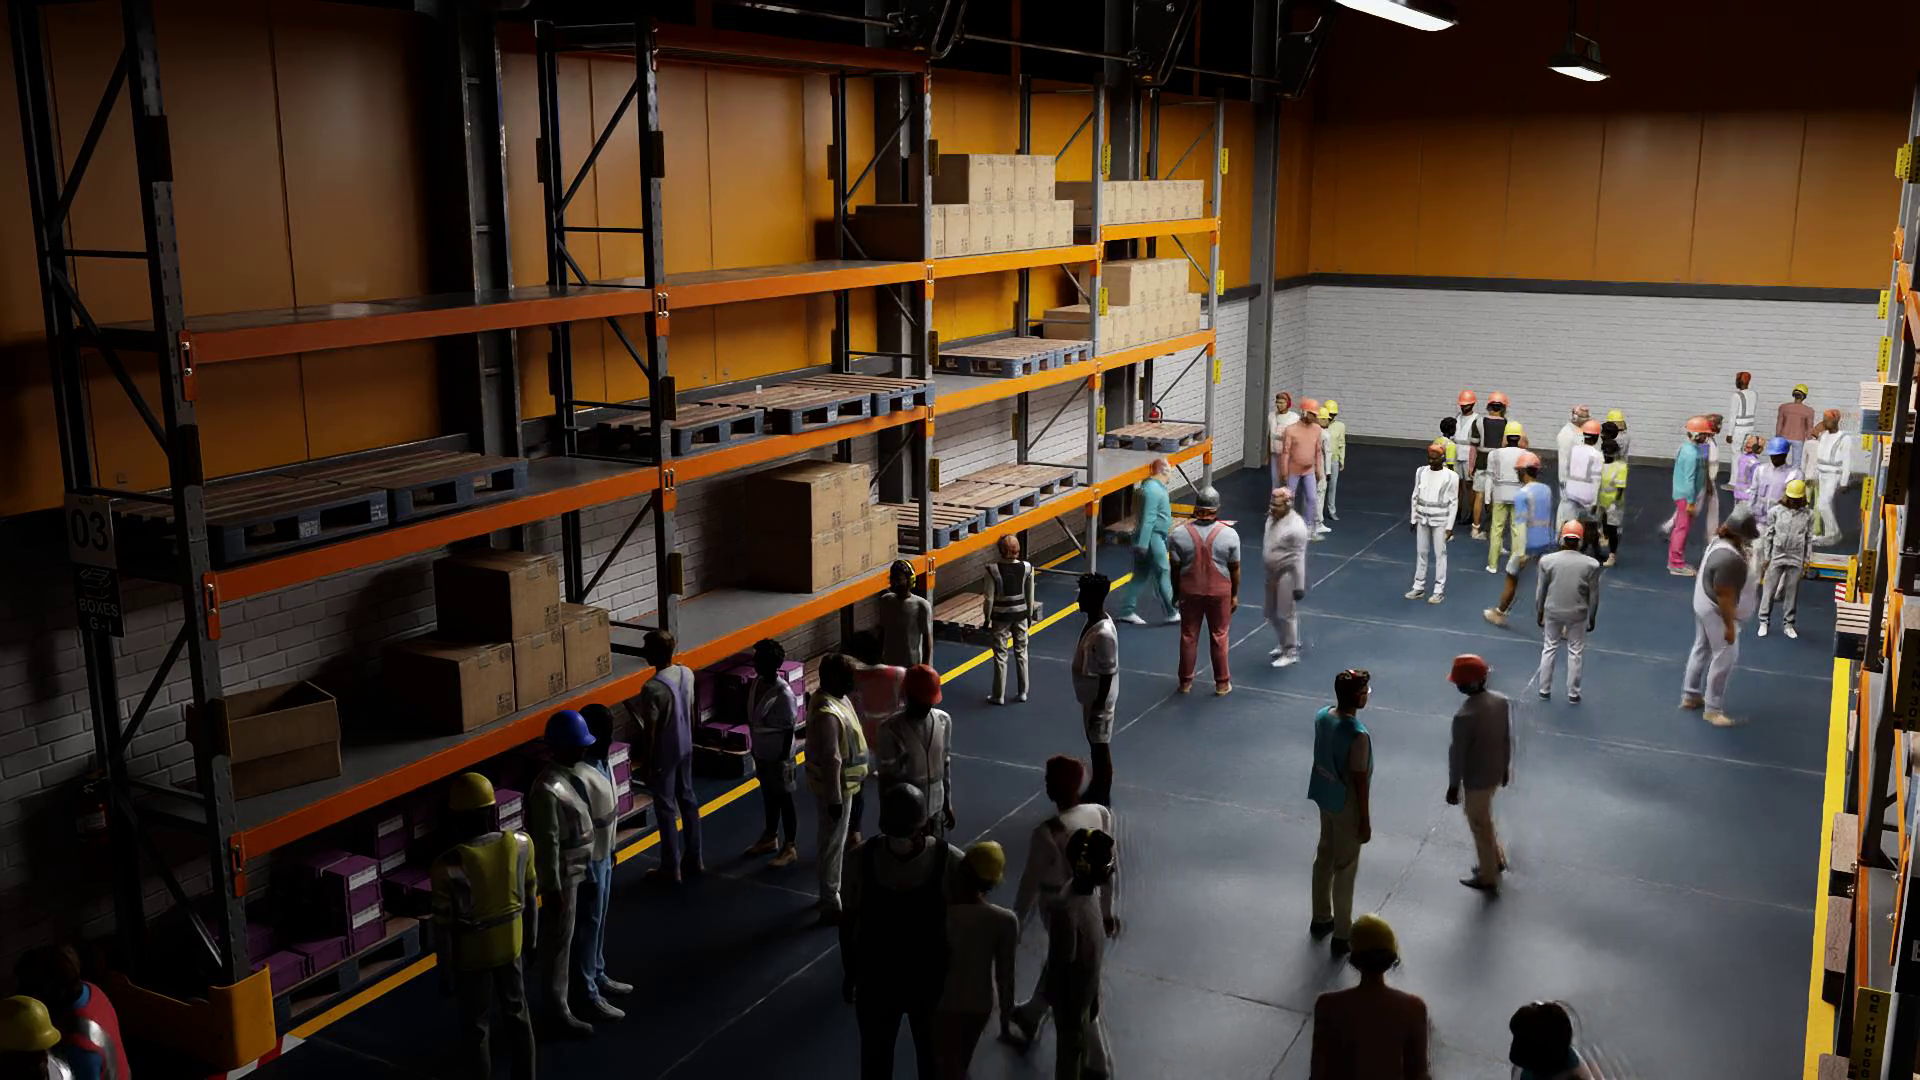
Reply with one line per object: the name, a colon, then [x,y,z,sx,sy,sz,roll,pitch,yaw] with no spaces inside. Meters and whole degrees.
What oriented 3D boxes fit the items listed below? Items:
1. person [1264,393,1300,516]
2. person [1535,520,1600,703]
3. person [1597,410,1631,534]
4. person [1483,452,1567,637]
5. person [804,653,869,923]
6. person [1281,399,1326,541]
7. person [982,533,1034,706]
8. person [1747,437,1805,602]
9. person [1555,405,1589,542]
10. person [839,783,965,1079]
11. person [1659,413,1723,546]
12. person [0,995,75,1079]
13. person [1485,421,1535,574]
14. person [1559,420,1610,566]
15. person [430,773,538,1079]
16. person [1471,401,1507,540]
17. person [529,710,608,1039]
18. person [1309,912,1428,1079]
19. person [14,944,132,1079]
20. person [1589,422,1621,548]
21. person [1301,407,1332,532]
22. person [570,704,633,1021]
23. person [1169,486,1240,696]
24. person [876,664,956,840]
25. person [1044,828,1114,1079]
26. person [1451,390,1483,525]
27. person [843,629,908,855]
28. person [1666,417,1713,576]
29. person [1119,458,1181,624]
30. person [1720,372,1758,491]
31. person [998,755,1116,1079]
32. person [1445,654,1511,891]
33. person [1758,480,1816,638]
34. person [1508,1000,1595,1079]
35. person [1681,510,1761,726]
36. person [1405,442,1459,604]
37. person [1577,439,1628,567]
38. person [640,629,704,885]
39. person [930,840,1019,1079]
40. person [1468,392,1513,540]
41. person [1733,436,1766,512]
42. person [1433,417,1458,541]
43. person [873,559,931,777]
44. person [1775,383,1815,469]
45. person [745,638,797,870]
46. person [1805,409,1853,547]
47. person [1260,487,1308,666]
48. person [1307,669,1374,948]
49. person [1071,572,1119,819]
person: [4.684,-1.229,24.079,0.387,1.838,0.562,-9,16,-36]
person: [5.751,0.672,15.772,0.569,1.743,0.349,7,14,27]
person: [9.011,-0.933,22.981,0.484,1.738,0.319,-7,14,-29]
person: [6.206,0.054,18.015,0.649,1.983,1.076,-8,15,-33]
person: [-0.823,1.648,11.184,0.429,1.840,0.637,0,13,-2]
person: [4.611,-0.934,22.481,0.624,1.961,0.580,-5,13,-21]
person: [0.459,0.748,15.668,0.523,1.640,0.306,-5,14,-21]
person: [9.496,-0.247,19.432,0.408,1.942,0.616,-10,16,-38]
person: [8.277,-0.881,22.393,0.653,1.896,0.402,-12,17,-42]
person: [-0.277,2.179,8.351,0.688,2.000,0.536,1,13,5]
person: [9.875,-0.803,22.203,0.839,1.818,0.562,9,15,34]
person: [-3.708,2.670,6.656,0.403,1.825,0.596,5,13,20]
person: [6.834,-0.518,20.710,0.586,1.920,0.397,3,13,14]
person: [7.916,-0.574,20.999,0.951,1.891,0.565,-9,15,-35]
person: [-2.503,2.149,8.767,0.588,1.918,0.390,-12,17,-43]
person: [7.343,-1.010,22.814,0.766,1.968,0.637,-10,16,-37]
person: [-2.285,1.921,9.719,0.406,1.945,0.615,1,13,5]
person: [1.834,2.553,7.363,0.546,1.731,0.686,-2,13,-8]
person: [-3.743,2.571,7.088,0.431,1.836,0.626,-6,14,-24]
person: [8.648,-0.737,22.203,0.320,1.694,0.534,8,15,31]
person: [4.987,-0.983,23.187,0.319,1.740,0.492,-9,15,-34]
person: [-2.197,1.895,9.914,0.391,1.914,0.587,0,13,0]
person: [2.350,0.480,15.958,0.675,2.000,0.536,3,13,13]
person: [-0.263,1.719,10.666,0.542,1.929,0.373,-8,15,-32]
person: [0.590,2.300,8.236,0.329,1.861,0.505,3,13,15]
person: [7.169,-1.176,23.637,0.385,1.929,0.543,-7,14,-29]
person: [-0.582,1.496,12.247,0.665,1.685,0.531,-1,13,-7]
person: [9.062,-0.543,20.678,0.396,1.989,0.619,4,13,18]
person: [2.202,0.026,18.422,0.894,1.851,0.720,0,13,-2]
person: [12.268,-1.708,26.137,0.574,1.876,0.354,-8,15,-31]
person: [0.498,2.071,9.281,0.972,1.838,0.594,11,16,39]
person: [3.589,1.620,11.594,0.462,1.714,0.580,11,17,41]
person: [8.905,0.202,17.896,0.484,1.735,0.311,3,13,14]
person: [2.502,2.675,6.771,1.036,1.778,0.661,1,13,4]
person: [7.003,0.646,15.218,0.542,2.000,0.749,4,13,17]
person: [5.505,-0.206,19.390,0.338,1.884,0.581,-12,17,-42]
person: [8.083,-0.446,20.944,0.758,1.658,0.545,-11,17,-41]
person: [-2.065,1.522,11.773,0.337,1.838,0.511,8,15,31]
person: [0.024,2.330,8.388,0.524,1.708,0.818,-3,13,-13]
person: [7.245,-1.008,22.656,0.613,2.031,0.403,4,13,17]
person: [10.142,-0.537,21.442,0.314,1.632,0.524,1,13,2]
person: [6.576,-0.835,22.638,0.319,1.694,0.535,-2,13,-8]
person: [-0.481,1.069,13.710,0.512,1.872,0.328,6,14,27]
person: [12.859,-1.539,25.655,0.530,1.752,0.341,10,16,37]
person: [-1.362,1.530,12.034,0.320,1.698,0.531,-9,15,-34]
person: [11.591,-0.821,22.186,0.461,1.866,0.583,-1,13,-5]
person: [3.276,0.374,16.831,0.464,1.873,0.648,-4,13,-17]
person: [2.473,1.730,10.802,0.387,1.847,0.566,-4,13,-18]
person: [1.043,1.203,12.886,0.366,1.967,0.603,-1,13,-3]
